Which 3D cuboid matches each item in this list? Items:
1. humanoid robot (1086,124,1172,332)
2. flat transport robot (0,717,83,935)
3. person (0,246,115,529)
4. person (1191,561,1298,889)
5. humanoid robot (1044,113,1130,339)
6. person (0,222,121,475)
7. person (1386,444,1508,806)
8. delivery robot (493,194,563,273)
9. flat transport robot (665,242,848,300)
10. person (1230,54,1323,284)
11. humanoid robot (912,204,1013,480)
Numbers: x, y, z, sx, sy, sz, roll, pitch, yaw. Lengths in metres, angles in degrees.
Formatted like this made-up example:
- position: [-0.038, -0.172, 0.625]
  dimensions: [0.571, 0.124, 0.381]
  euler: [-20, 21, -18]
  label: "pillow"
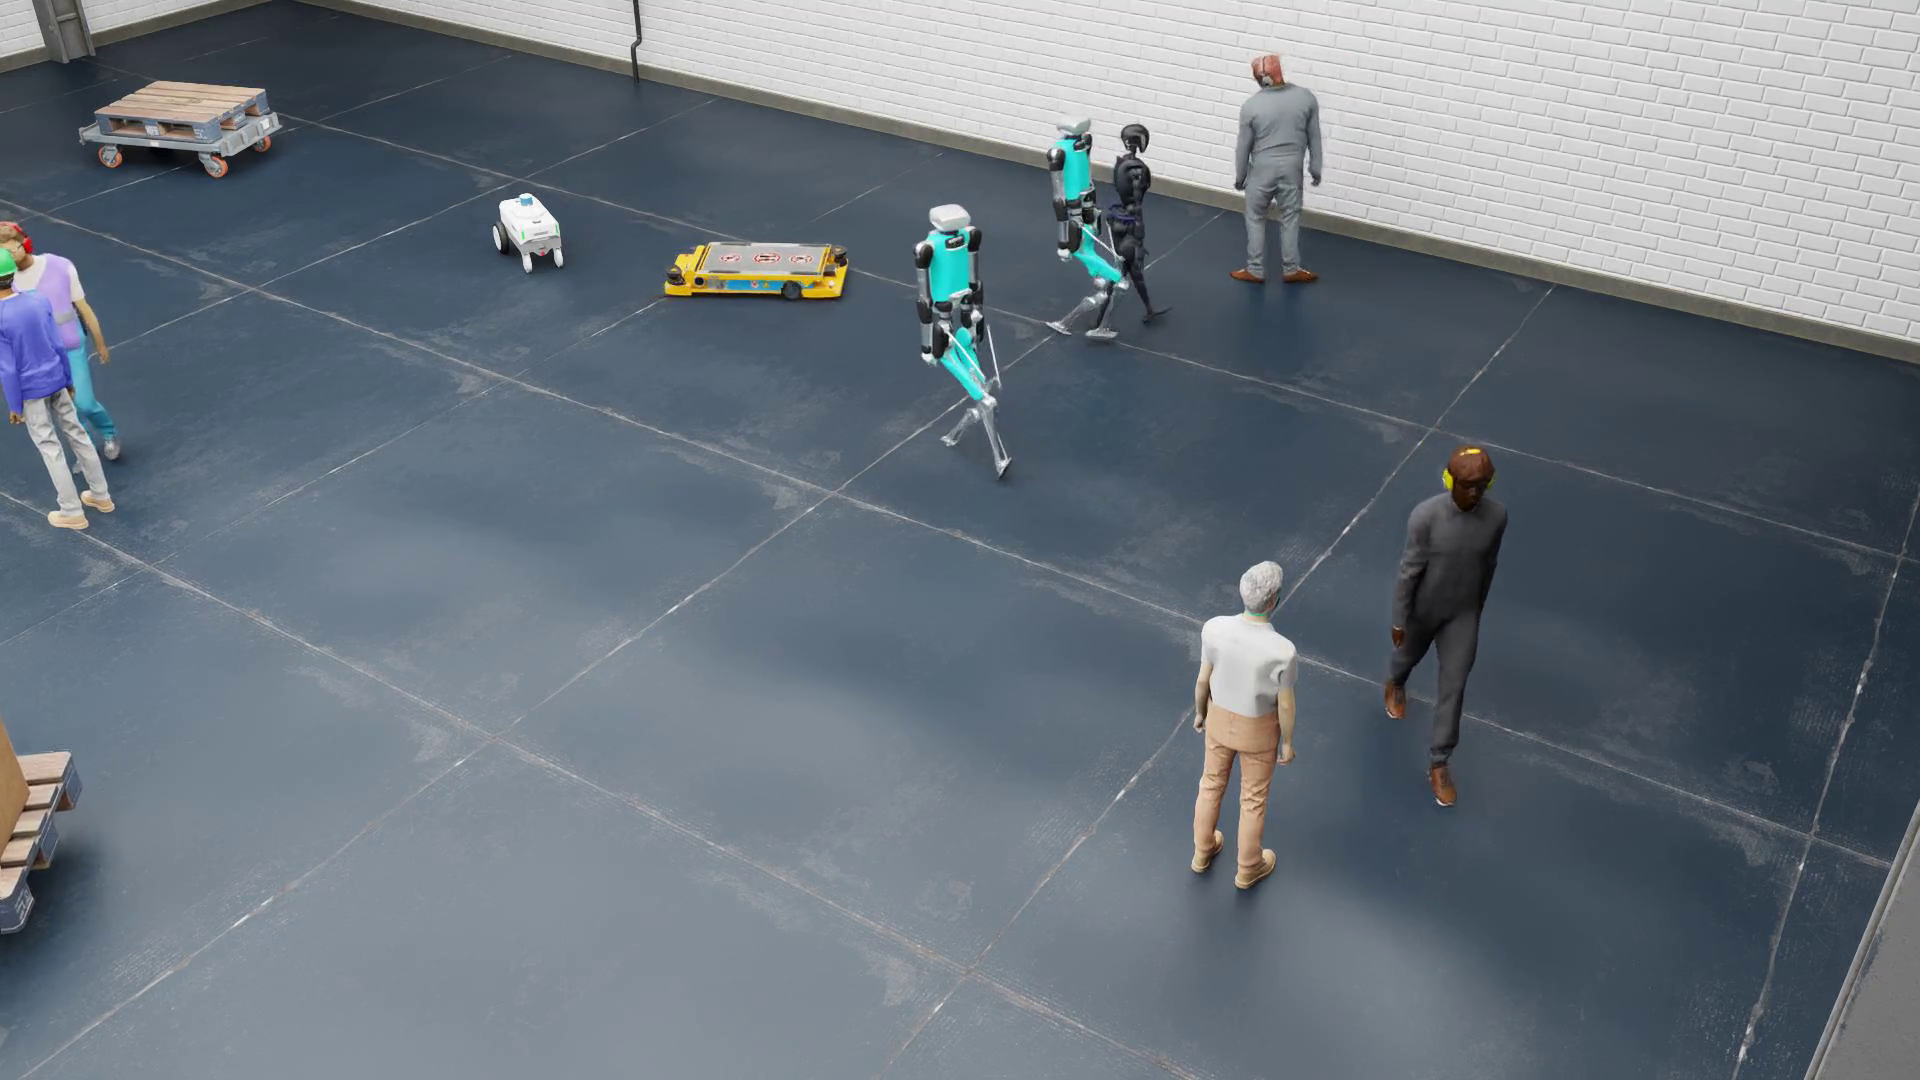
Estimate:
- position: [1.336, -2.352, 12.636]
  dimensions: [0.715, 1.627, 0.586]
  euler: [-3, 33, -5]
  label: "humanoid robot"
- position: [-4.816, 1.611, 7.750]
  dimensions: [0.659, 0.231, 1.431]
  euler: [-5, 33, -8]
  label: "flat transport robot"
- position: [-5.672, -0.932, 10.227]
  dimensions: [0.360, 1.872, 0.462]
  euler: [15, 36, 22]
  label: "person"
- position: [1.294, 0.843, 7.576]
  dimensions: [0.495, 1.745, 0.308]
  euler: [19, 37, 27]
  label: "person"
- position: [1.033, -2.253, 12.427]
  dimensions: [0.890, 1.770, 0.539]
  euler: [18, 37, 26]
  label: "humanoid robot"
- position: [-5.840, -1.229, 10.740]
  dimensions: [0.598, 1.811, 0.461]
  euler: [-7, 33, -10]
  label: "person"
- position: [2.398, 0.316, 8.324]
  dimensions: [0.513, 1.828, 0.982]
  euler: [0, 33, 0]
  label: "person"
- position: [-3.641, -2.642, 14.091]
  dimensions: [0.499, 0.581, 0.774]
  euler: [-16, 36, -23]
  label: "delivery robot"
- position: [-1.666, -2.220, 13.711]
  dimensions: [1.431, 0.231, 0.659]
  euler: [1, 33, 2]
  label: "flat transport robot"
- position: [2.597, -2.981, 13.421]
  dimensions: [0.800, 1.874, 0.400]
  euler: [-3, 33, -5]
  label: "person"
- position: [0.148, -1.232, 10.847]
  dimensions: [0.530, 1.773, 0.965]
  euler: [-26, 41, -34]
  label: "humanoid robot"
